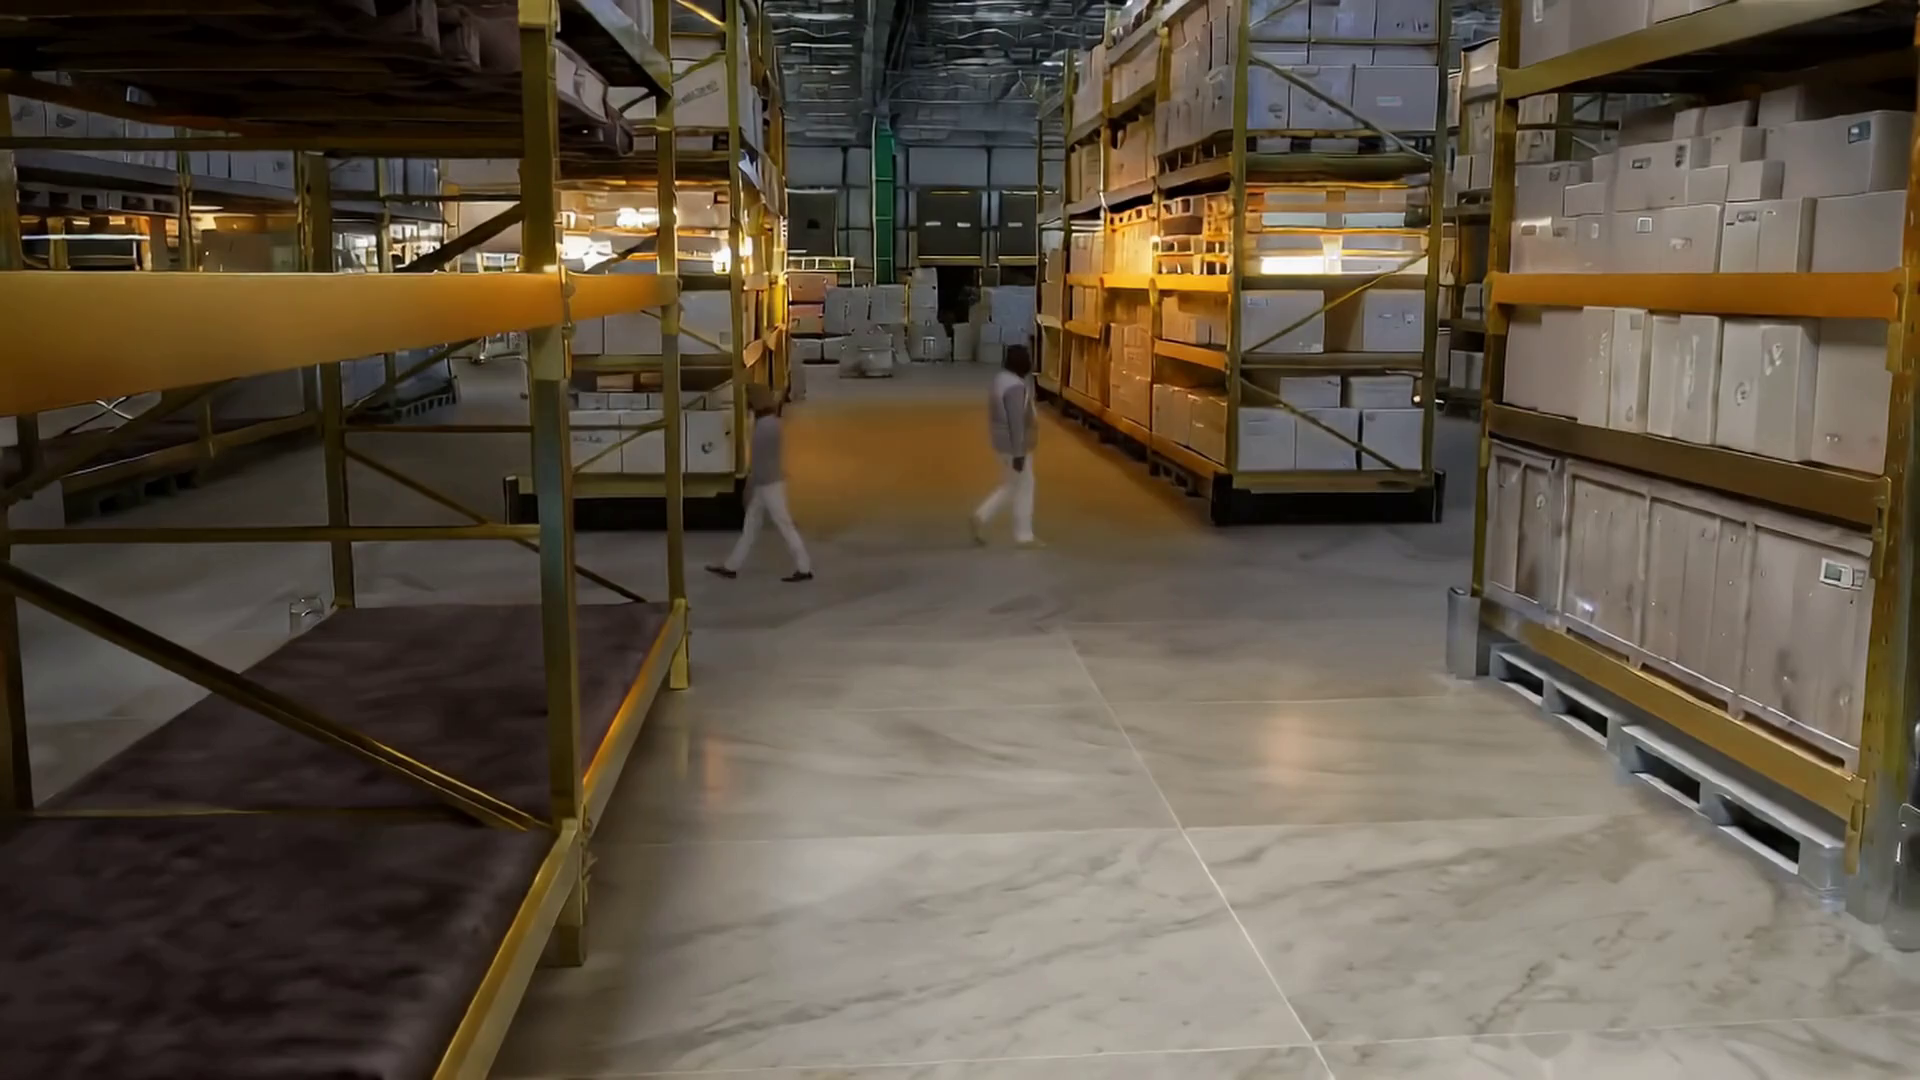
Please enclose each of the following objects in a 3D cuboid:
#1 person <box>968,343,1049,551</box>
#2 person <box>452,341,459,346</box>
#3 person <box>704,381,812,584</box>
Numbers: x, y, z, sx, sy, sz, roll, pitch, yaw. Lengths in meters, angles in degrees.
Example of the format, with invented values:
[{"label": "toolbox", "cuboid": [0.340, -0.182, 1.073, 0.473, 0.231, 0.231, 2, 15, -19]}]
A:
[{"label": "person", "cuboid": [0.431, -0.798, 14.446, 0.612, 1.823, 0.644, -2, 9, -13]}, {"label": "person", "cuboid": [-16.967, -7.461, 55.943, 0.373, 1.935, 0.628, -5, 10, -27]}, {"label": "person", "cuboid": [-1.554, -0.434, 12.885, 0.869, 1.577, 0.516, 0, 9, -2]}]
